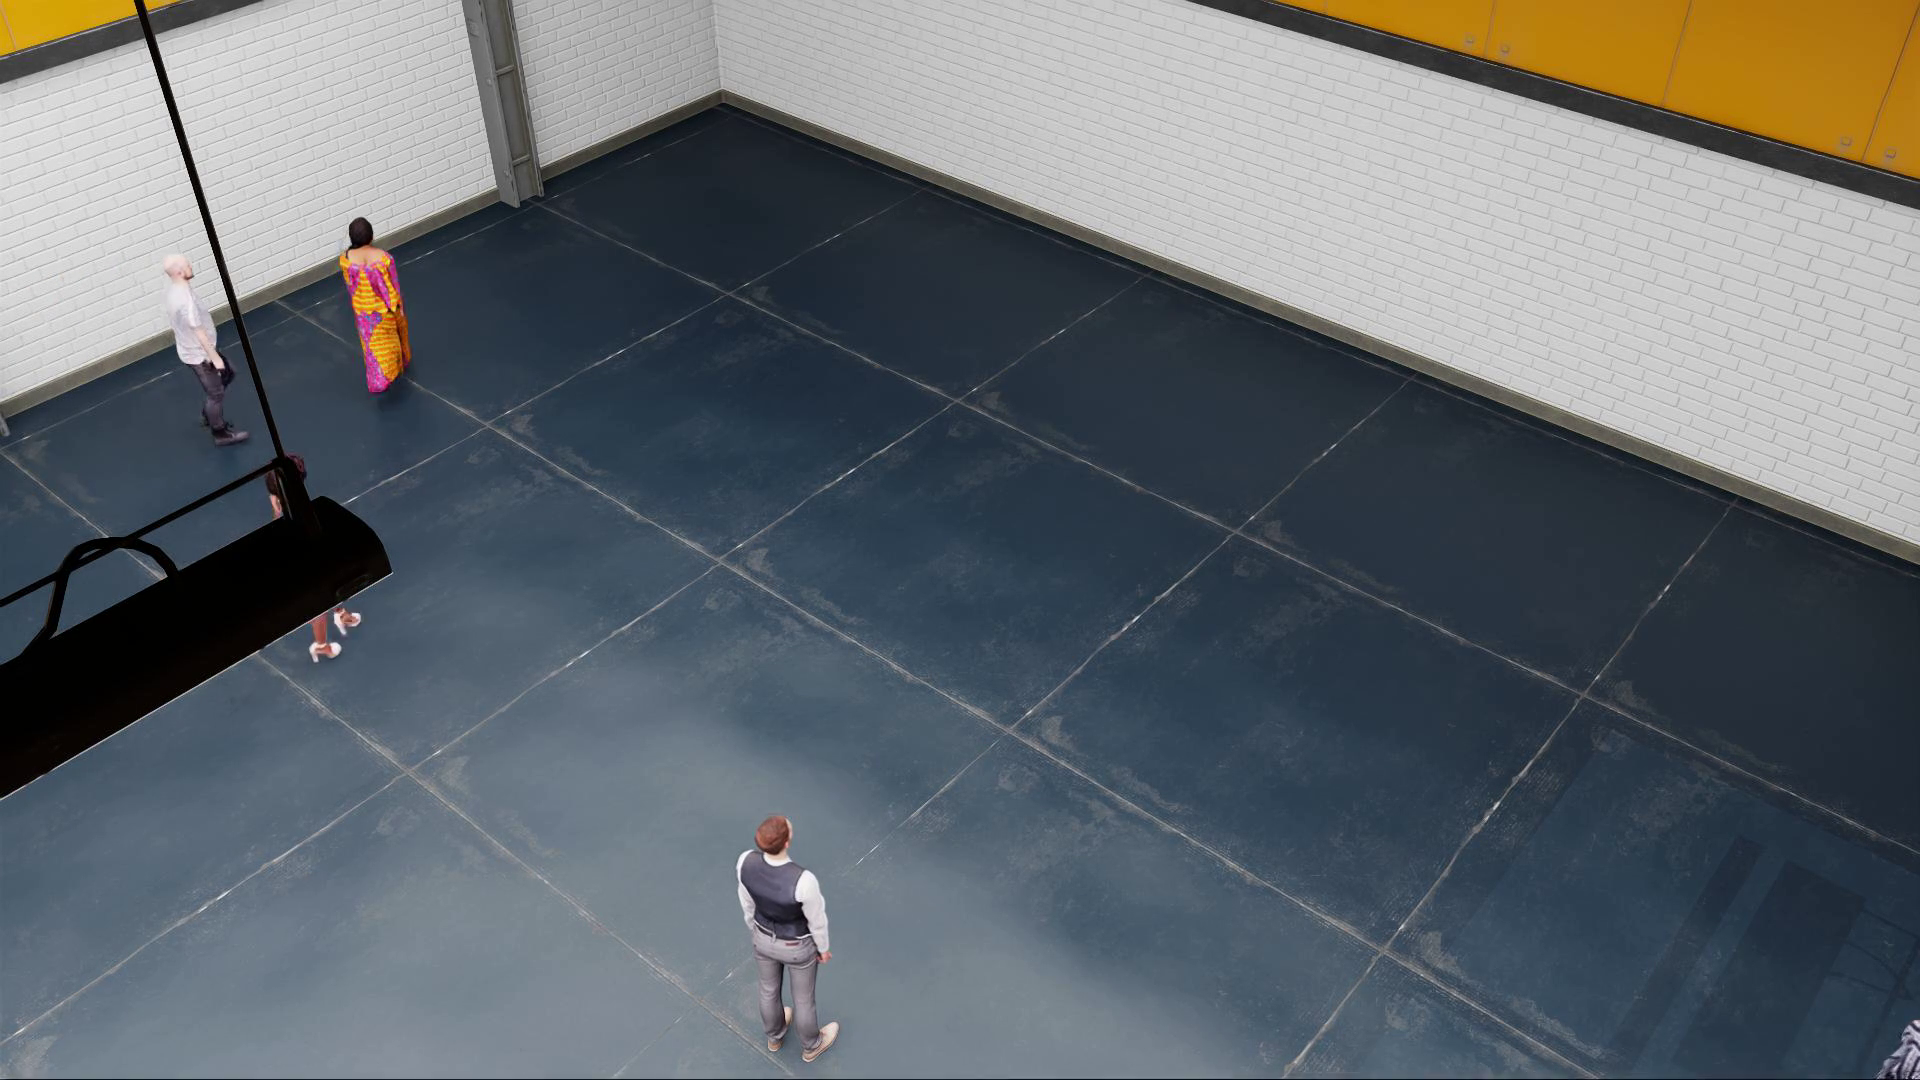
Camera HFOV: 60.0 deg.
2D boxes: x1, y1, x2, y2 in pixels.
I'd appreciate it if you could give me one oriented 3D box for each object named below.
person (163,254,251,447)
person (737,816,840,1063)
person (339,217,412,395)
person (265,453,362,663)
[{"bbox_3d":[-6.537,-1.571,14.112,0.794,1.818,0.769,-19,42,-22],"label":"person"},{"bbox_3d":[-0.977,2.214,9.275,0.725,1.938,0.671,15,41,18],"label":"person"},{"bbox_3d":[-5.253,-2.106,14.895,1.134,1.676,1.104,-9,39,-11],"label":"person"},{"bbox_3d":[-4.745,0.189,11.947,0.605,1.769,0.749,24,44,27],"label":"person"}]
